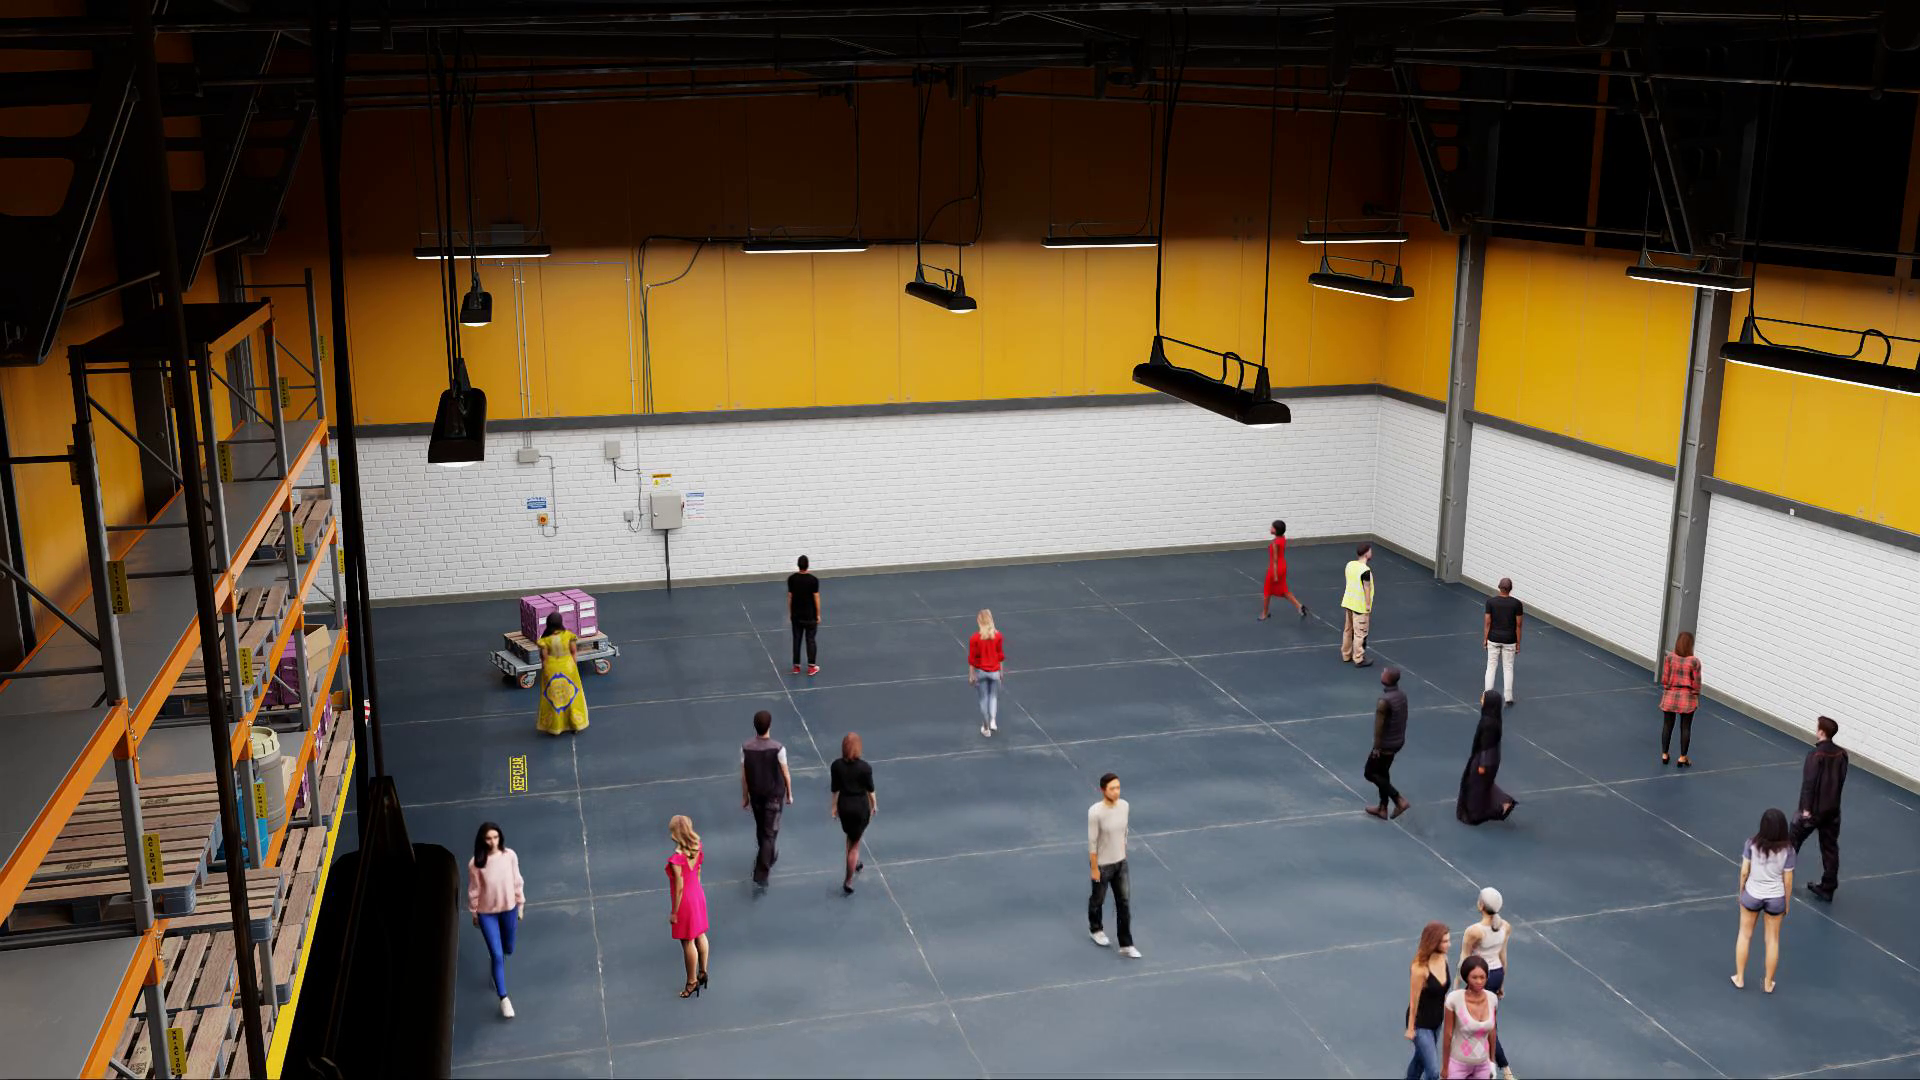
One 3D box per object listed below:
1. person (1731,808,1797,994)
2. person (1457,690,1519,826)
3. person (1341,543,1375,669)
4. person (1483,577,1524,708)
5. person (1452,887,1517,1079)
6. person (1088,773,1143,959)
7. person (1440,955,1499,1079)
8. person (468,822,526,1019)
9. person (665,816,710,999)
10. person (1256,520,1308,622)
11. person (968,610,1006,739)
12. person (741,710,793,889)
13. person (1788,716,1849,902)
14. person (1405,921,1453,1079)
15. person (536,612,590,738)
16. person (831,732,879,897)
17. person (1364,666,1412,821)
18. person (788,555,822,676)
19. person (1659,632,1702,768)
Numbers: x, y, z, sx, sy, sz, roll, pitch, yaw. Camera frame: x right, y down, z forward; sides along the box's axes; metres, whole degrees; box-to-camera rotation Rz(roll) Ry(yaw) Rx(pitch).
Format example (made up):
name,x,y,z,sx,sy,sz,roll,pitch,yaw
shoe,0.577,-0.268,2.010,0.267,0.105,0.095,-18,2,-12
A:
name,x,y,z,sx,sy,sz,roll,pitch,yaw
person,7.310,3.262,15.130,0.662,1.731,0.706,6,15,25
person,5.983,2.461,18.709,0.962,1.604,0.926,6,15,24
person,5.872,0.943,24.473,0.784,1.842,0.662,-6,15,-22
person,7.405,1.386,22.722,0.757,1.805,0.785,5,14,19
person,4.315,3.688,13.519,0.770,1.662,1.197,-7,15,-26
person,1.354,3.050,15.897,0.827,1.783,1.035,-8,16,-29
person,3.786,3.914,12.419,0.603,1.740,0.548,-2,14,-6
person,-4.153,3.321,14.856,0.826,1.746,1.134,-8,16,-29
person,-2.442,3.290,15.026,0.728,1.727,0.657,7,15,25
person,5.133,0.539,26.427,1.104,1.707,1.050,8,16,30
person,0.372,1.749,21.447,0.617,1.700,0.564,-3,14,-14
person,-2.037,2.703,17.252,1.034,1.821,1.255,4,14,15
person,8.796,2.760,16.898,0.696,1.876,1.051,-4,14,-16
person,3.612,3.771,13.090,0.821,1.702,0.953,-13,19,-43
person,-5.207,1.727,21.621,0.877,1.660,0.806,-5,15,-20
person,-1.113,2.828,17.046,0.890,1.674,1.034,4,14,17
person,4.887,2.329,18.788,0.986,1.823,0.920,12,18,40
person,-2.257,1.080,24.097,0.697,1.754,0.683,3,14,12
person,8.899,1.962,20.567,0.657,1.700,0.759,13,18,42
